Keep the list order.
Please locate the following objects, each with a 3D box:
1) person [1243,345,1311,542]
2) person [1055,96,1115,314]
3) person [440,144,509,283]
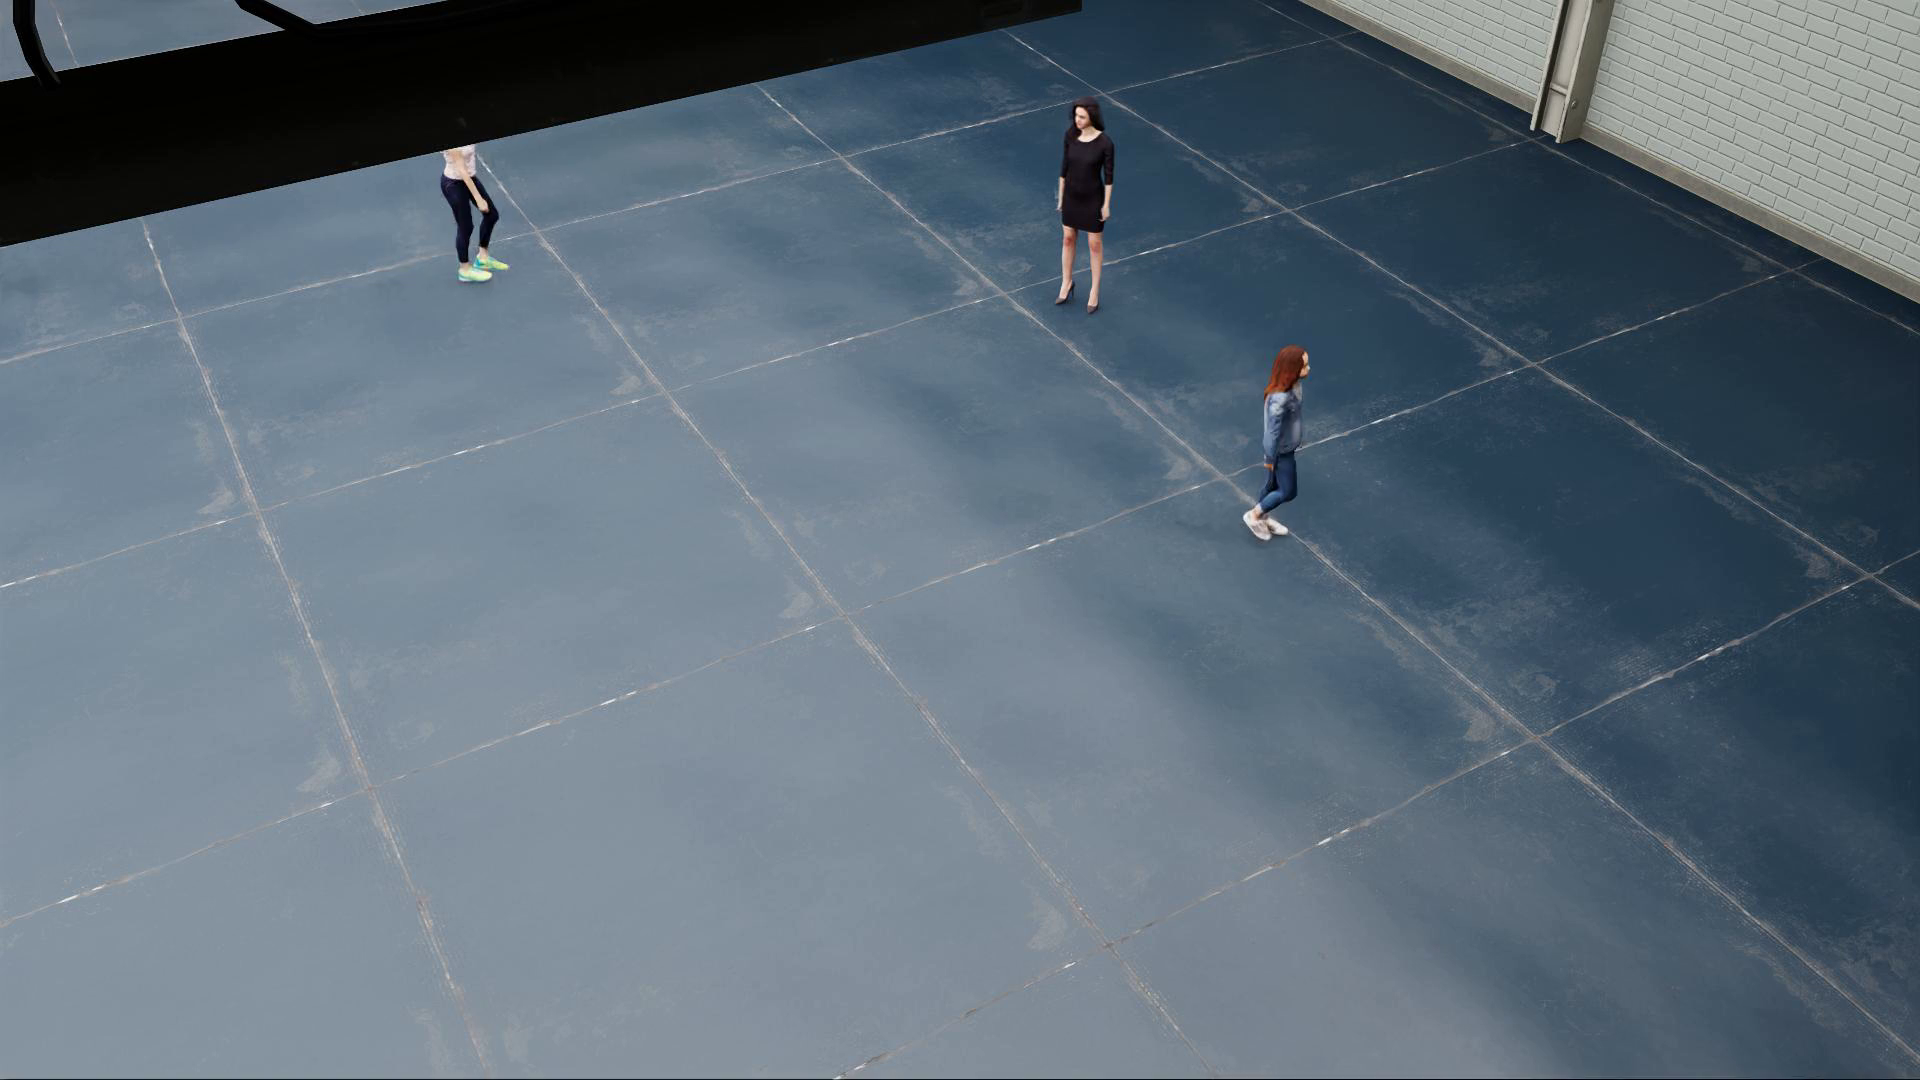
[{"bbox_3d":[2.013,-0.632,10.802,0.725,1.466,0.676,13,40,16],"label":"person"},{"bbox_3d":[0.988,-2.643,13.097,0.588,1.804,0.718,21,43,25],"label":"person"},{"bbox_3d":[-4.112,-2.821,13.422,0.799,1.684,0.729,-2,38,-2],"label":"person"}]
